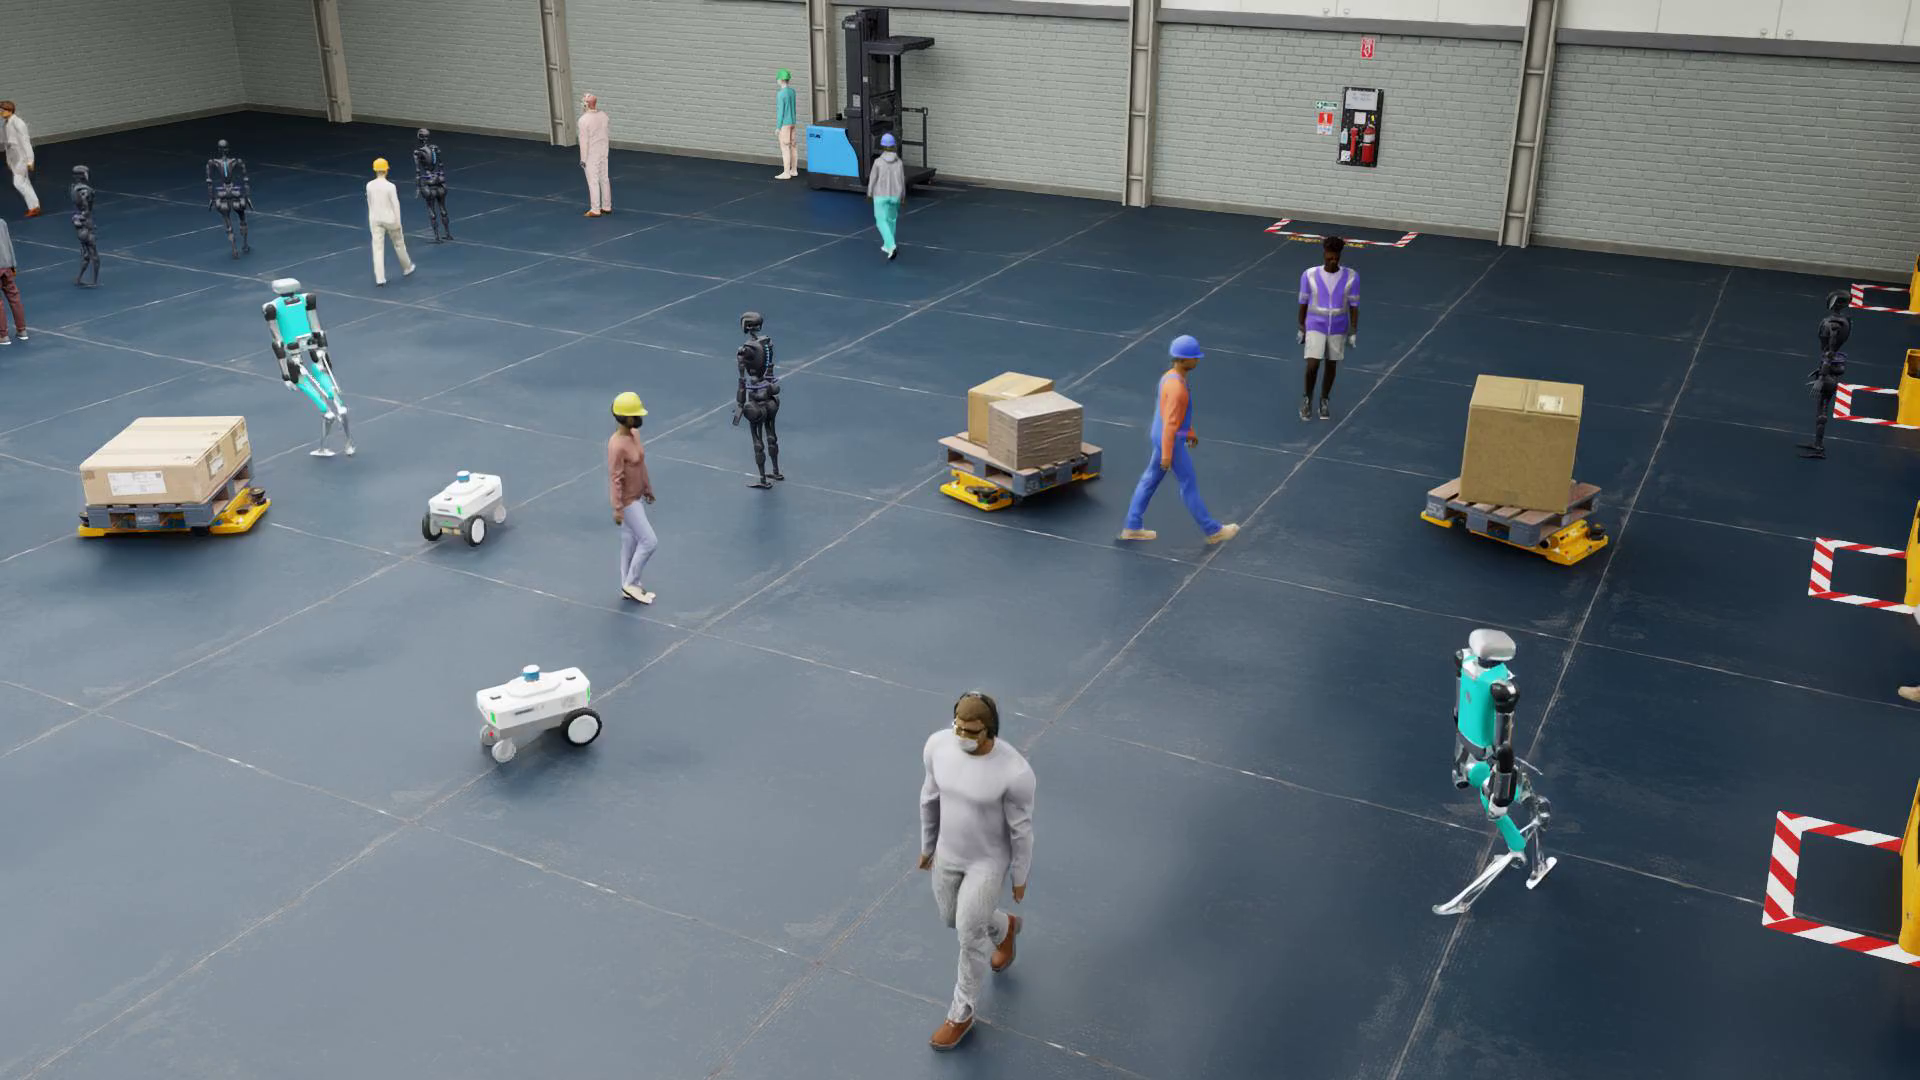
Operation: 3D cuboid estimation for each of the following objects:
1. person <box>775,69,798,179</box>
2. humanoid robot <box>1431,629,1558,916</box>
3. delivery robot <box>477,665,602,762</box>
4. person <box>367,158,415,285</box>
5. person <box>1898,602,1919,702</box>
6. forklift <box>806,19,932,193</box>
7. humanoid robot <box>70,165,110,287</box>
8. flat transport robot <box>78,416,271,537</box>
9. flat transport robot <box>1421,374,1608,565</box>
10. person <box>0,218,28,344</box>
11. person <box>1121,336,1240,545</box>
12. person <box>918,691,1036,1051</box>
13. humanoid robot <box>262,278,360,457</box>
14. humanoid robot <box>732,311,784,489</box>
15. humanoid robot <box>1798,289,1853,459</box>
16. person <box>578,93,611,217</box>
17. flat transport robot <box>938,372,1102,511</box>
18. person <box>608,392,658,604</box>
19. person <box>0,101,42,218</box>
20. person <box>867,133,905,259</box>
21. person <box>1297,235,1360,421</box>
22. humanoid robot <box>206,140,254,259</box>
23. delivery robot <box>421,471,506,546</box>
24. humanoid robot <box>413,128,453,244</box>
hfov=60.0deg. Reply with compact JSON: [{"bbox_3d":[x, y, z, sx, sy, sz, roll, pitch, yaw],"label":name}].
[{"bbox_3d":[-3.038,-7.253,29.014,0.350,1.874,0.512,12,26,25],"label":"person"},{"bbox_3d":[3.176,1.293,9.332,0.967,1.772,0.543,-5,24,-12],"label":"humanoid robot"},{"bbox_3d":[-2.845,1.119,11.173,0.768,0.576,0.499,-14,27,-29],"label":"delivery robot"},{"bbox_3d":[-7.747,-4.318,22.458,0.470,1.645,0.876,1,23,2],"label":"person"},{"bbox_3d":[6.897,0.292,11.521,0.450,1.826,0.638,16,28,33],"label":"person"},{"bbox_3d":[-1.573,-7.292,27.850,1.873,2.768,1.129,12,26,25],"label":"forklift"},{"bbox_3d":[-11.687,-4.150,22.080,0.538,1.637,0.603,-9,25,-20],"label":"humanoid robot"},{"bbox_3d":[-6.957,-0.255,14.756,1.431,0.231,0.659,-1,23,-3],"label":"flat transport robot"},{"bbox_3d":[4.812,-0.141,14.492,0.659,0.231,1.431,-21,31,-40],"label":"flat transport robot"},{"bbox_3d":[-11.443,-3.228,19.720,0.367,1.813,0.539,12,26,25],"label":"person"},{"bbox_3d":[1.879,-0.836,14.099,1.010,1.852,0.534,0,23,-1],"label":"person"},{"bbox_3d":[0.099,1.581,8.394,0.634,1.917,0.819,16,28,33],"label":"person"},{"bbox_3d":[-6.166,-1.602,16.014,0.874,1.753,0.575,18,29,36],"label":"humanoid robot"},{"bbox_3d":[-1.871,-1.306,15.398,0.315,1.659,0.599,12,26,25],"label":"humanoid robot"},{"bbox_3d":[8.402,-1.621,16.132,0.315,1.659,0.599,12,26,25],"label":"humanoid robot"},{"bbox_3d":[-5.773,-6.056,26.182,0.412,1.913,0.640,12,26,25],"label":"person"},{"bbox_3d":[0.572,-0.602,15.565,1.431,0.231,0.659,-19,30,-37],"label":"flat transport robot"},{"bbox_3d":[-2.534,-0.318,13.012,0.416,1.748,0.548,2,23,4],"label":"person"},{"bbox_3d":[-14.772,-5.948,26.051,0.543,1.814,0.489,15,27,31],"label":"person"},{"bbox_3d":[-1.015,-4.885,23.665,0.531,1.753,0.790,-11,26,-25],"label":"person"},{"bbox_3d":[3.773,-2.152,17.051,0.612,1.944,0.591,2,23,4],"label":"person"},{"bbox_3d":[-10.446,-4.887,23.769,0.600,1.644,0.571,-9,25,-20],"label":"humanoid robot"},{"bbox_3d":[-4.309,-0.286,14.492,0.499,0.614,0.808,7,24,16],"label":"delivery robot"},{"bbox_3d":[-7.794,-5.225,24.522,0.315,1.659,0.599,12,26,25],"label":"humanoid robot"}]
